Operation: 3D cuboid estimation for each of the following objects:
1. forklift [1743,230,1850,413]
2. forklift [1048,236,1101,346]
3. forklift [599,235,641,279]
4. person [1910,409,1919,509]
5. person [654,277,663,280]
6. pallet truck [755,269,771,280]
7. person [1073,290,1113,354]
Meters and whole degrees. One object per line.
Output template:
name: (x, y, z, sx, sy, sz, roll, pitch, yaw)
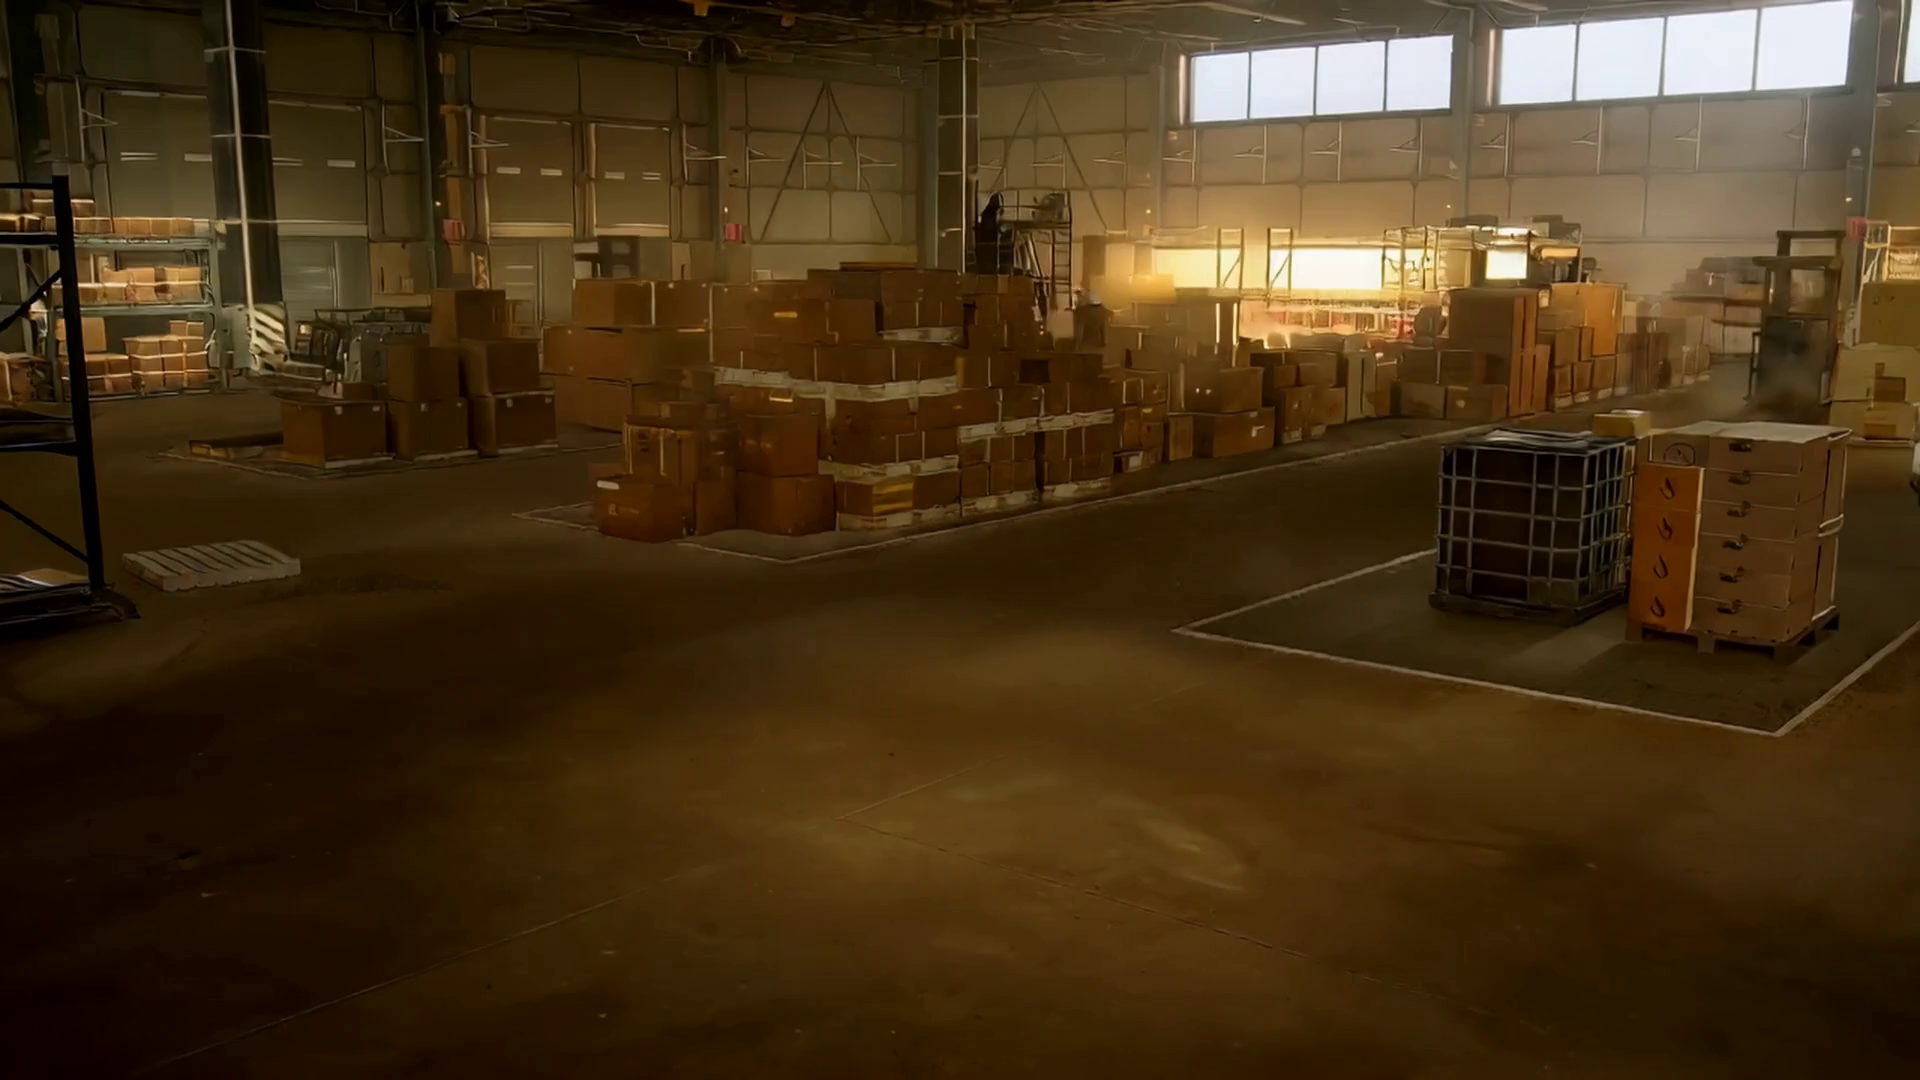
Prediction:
forklift: (13.293, -3.476, 26.183, 1.129, 2.768, 1.873, 8, 13, 39)
forklift: (3.013, -5.617, 38.372, 1.873, 2.768, 1.129, 2, 10, 12)
forklift: (-7.658, -5.503, 37.722, 1.873, 2.768, 1.129, 8, 13, 40)
person: (7.573, -0.511, 12.721, 0.536, 1.675, 0.674, 7, 12, 33)
person: (-6.507, -4.725, 36.019, 0.634, 1.929, 0.381, -5, 11, -25)
pallet truck: (-4.996, -6.432, 45.525, 1.885, 1.965, 0.823, -6, 12, -32)
person: (2.190, -3.112, 27.007, 0.677, 1.872, 1.036, 2, 10, 13)
